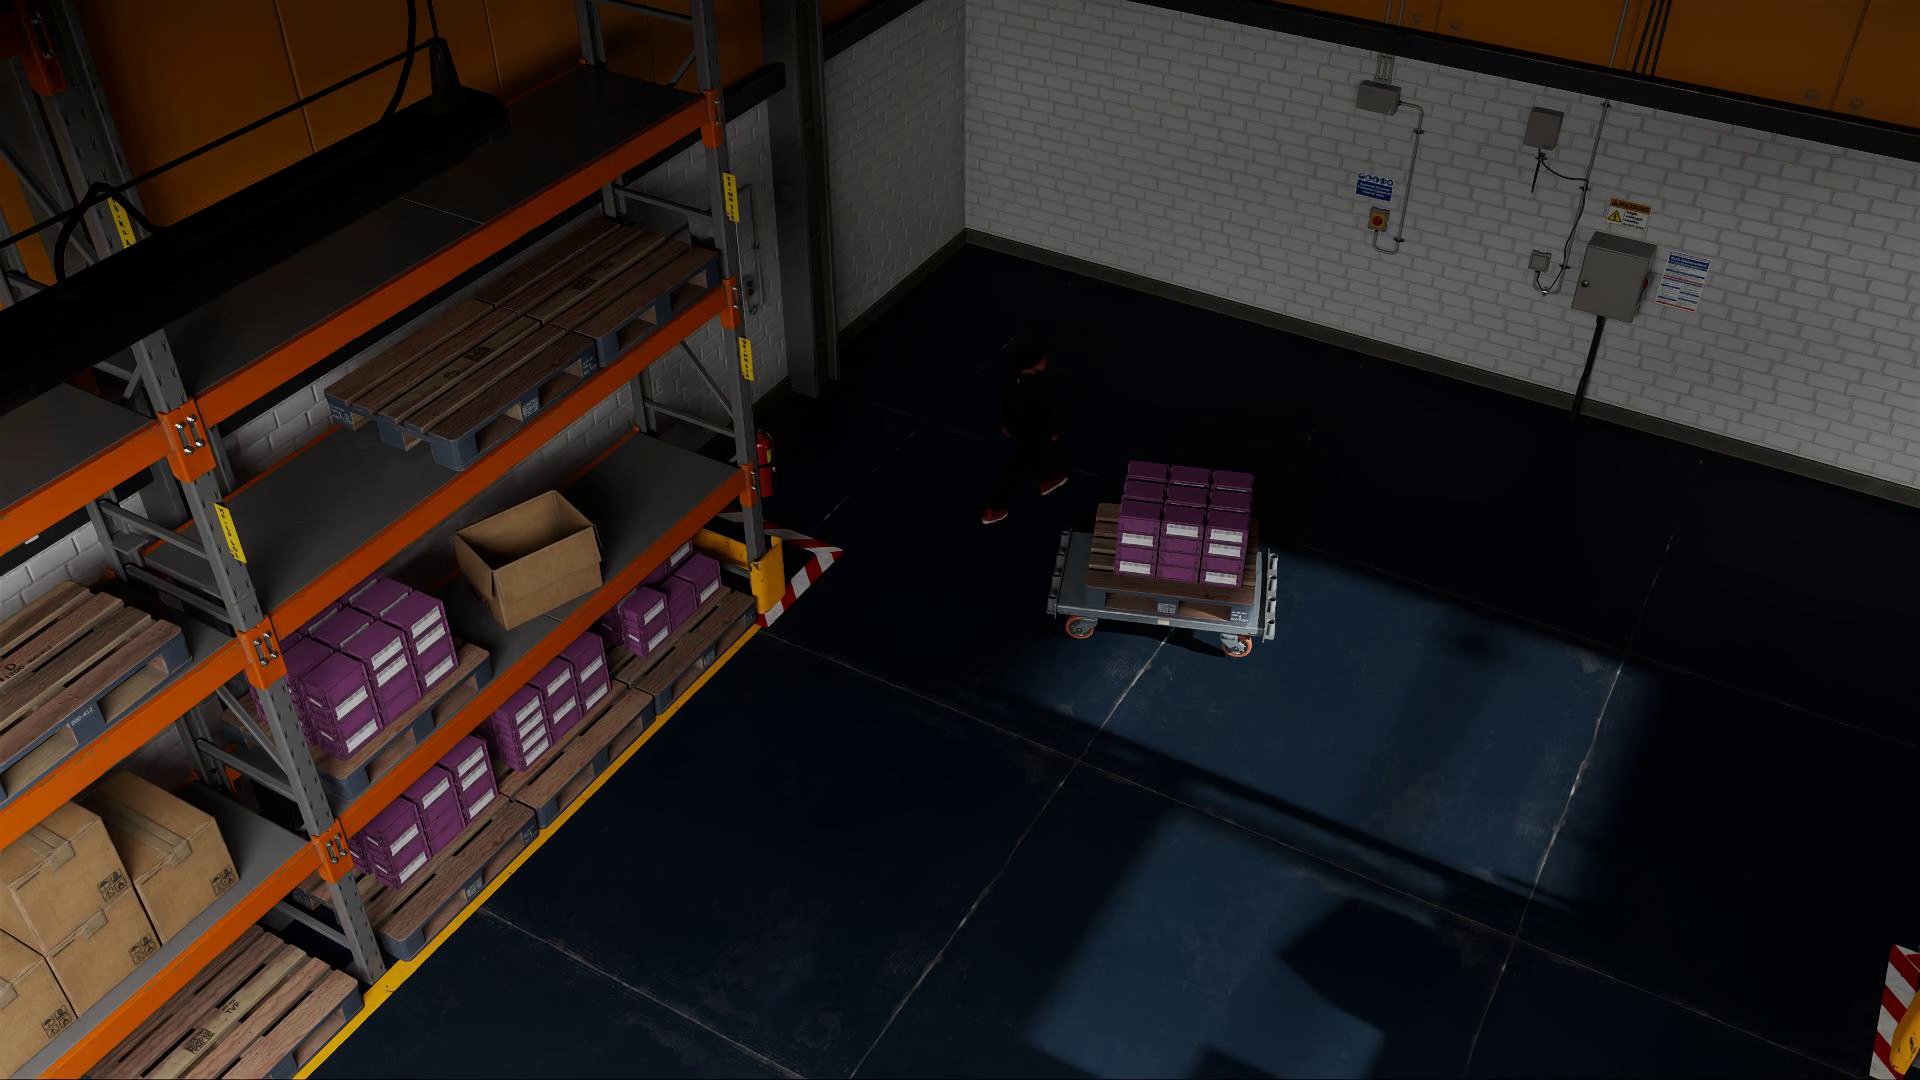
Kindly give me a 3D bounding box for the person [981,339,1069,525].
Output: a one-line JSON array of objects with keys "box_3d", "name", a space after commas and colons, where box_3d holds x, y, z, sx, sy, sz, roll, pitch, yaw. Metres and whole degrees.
[{"box_3d": [0.449, -0.791, 12.951, 1.176, 1.622, 0.956, -22, 43, -25], "name": "person"}]
